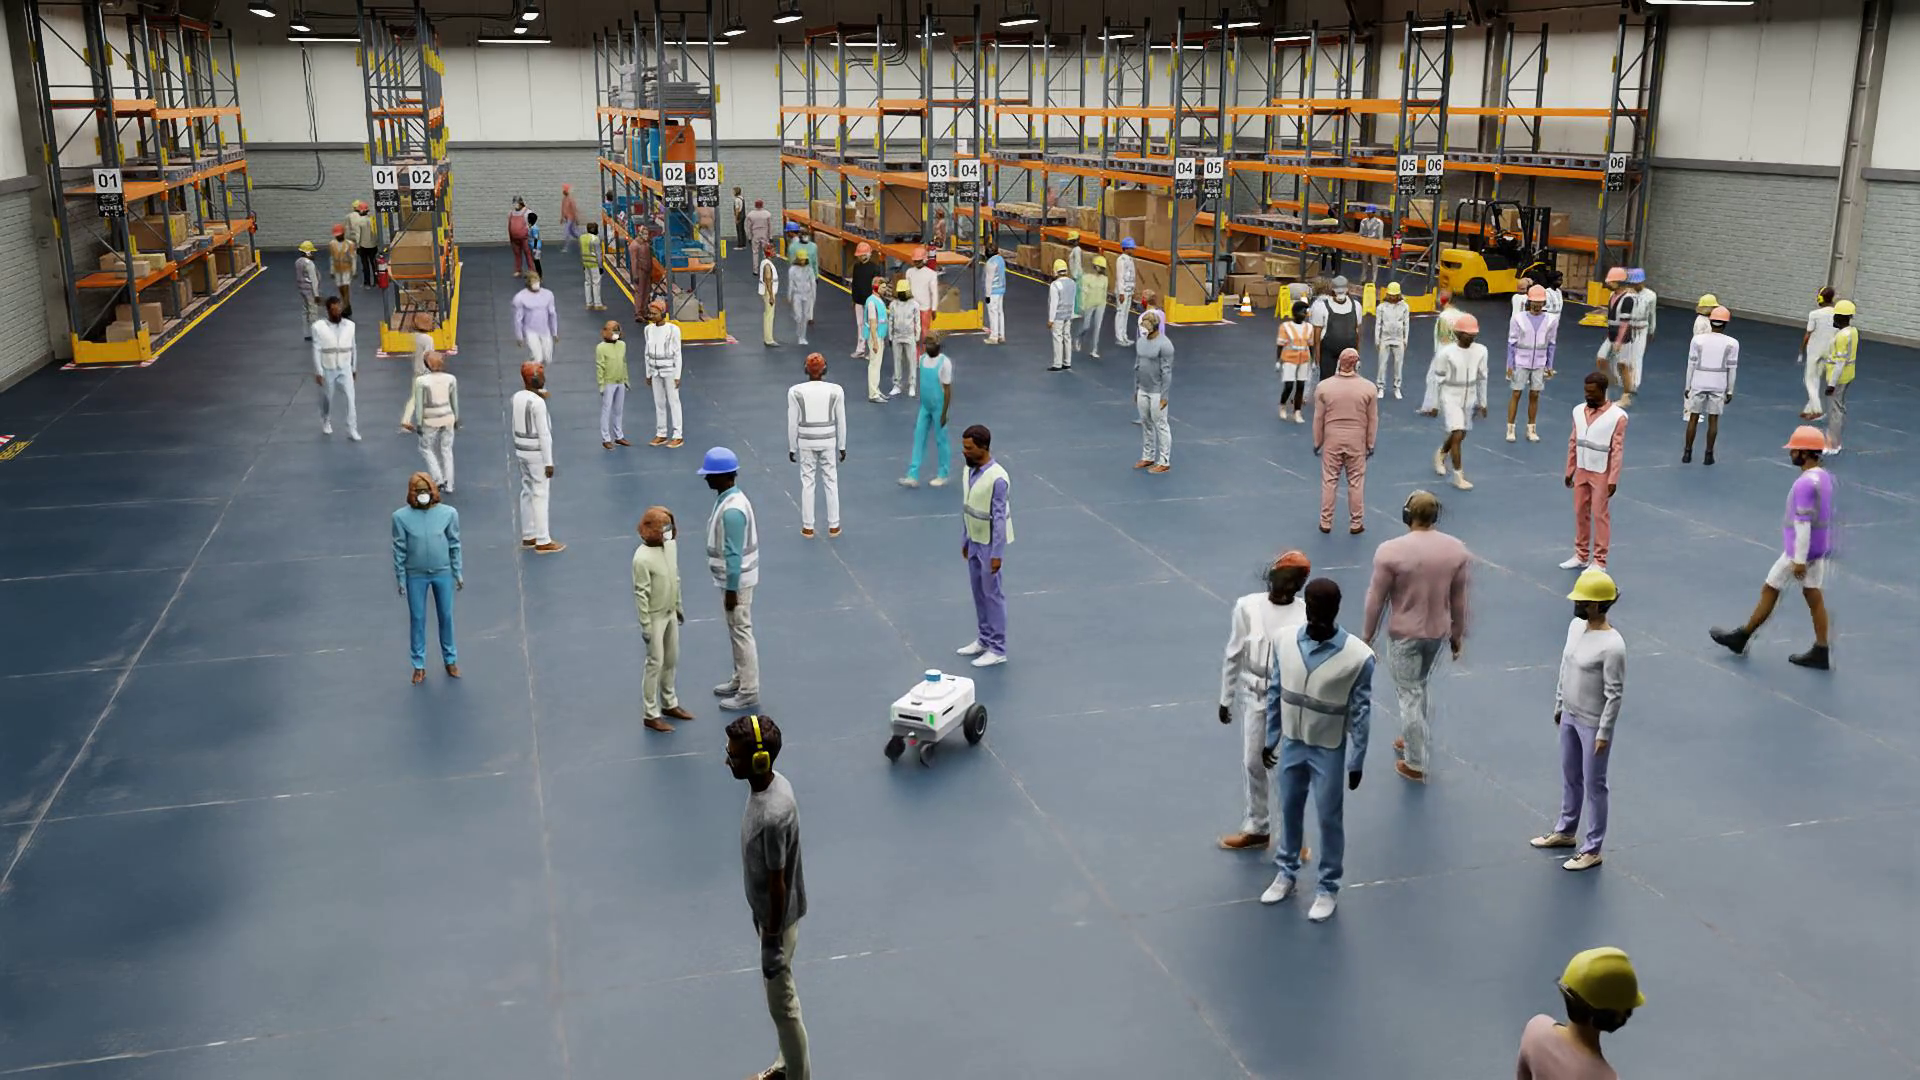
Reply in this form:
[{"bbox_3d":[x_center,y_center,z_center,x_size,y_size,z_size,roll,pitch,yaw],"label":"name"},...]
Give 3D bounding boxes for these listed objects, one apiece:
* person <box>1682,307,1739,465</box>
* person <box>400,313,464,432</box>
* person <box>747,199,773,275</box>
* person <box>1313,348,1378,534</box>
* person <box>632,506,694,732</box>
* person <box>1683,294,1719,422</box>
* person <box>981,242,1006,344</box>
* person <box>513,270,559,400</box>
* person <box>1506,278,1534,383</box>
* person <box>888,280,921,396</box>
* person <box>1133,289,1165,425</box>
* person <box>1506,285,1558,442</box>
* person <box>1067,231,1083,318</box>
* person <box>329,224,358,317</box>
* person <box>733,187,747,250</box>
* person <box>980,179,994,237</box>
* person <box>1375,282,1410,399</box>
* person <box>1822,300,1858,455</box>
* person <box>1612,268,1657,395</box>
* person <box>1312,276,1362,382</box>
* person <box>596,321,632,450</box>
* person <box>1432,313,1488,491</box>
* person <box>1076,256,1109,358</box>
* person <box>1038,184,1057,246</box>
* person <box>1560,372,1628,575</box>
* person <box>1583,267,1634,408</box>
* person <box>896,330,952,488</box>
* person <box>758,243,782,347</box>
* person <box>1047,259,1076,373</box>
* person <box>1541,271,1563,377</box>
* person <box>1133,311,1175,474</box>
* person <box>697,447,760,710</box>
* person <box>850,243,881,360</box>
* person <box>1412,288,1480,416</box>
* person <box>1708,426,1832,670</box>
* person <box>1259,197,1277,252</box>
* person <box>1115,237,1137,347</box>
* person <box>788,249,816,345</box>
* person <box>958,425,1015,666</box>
[{"bbox_3d":[9.115,-1.869,20.208,0.546,1.923,0.388,7,16,25],"label":"person"},{"bbox_3d":[-7.141,-2.235,22.208,0.501,1.592,0.834,14,20,43],"label":"person"},{"bbox_3d":[-5.027,-7.617,41.859,0.641,1.908,0.407,-1,15,-6],"label":"person"},{"bbox_3d":[3.924,-1.004,16.971,0.638,1.910,0.407,4,15,14],"label":"person"},{"bbox_3d":[-2.107,0.546,11.687,0.283,1.624,0.509,5,16,20],"label":"person"},{"bbox_3d":[10.238,-2.518,22.979,0.301,1.745,0.483,8,17,27],"label":"person"},{"bbox_3d":[0.599,-4.494,30.261,0.431,1.836,0.626,6,16,22],"label":"person"},{"bbox_3d":[-6.333,-3.070,24.724,0.644,1.919,0.722,-13,19,-39],"label":"person"},{"bbox_3d":[8.786,-3.282,26.075,0.313,1.633,0.554,-5,16,-17],"label":"person"},{"bbox_3d":[-0.839,-3.026,24.898,0.492,1.740,0.325,4,15,13],"label":"person"},{"bbox_3d":[2.598,-2.482,22.657,0.389,1.841,0.564,11,19,37],"label":"person"},{"bbox_3d":[7.375,-2.272,21.480,0.605,2.045,0.388,1,15,4],"label":"person"},{"bbox_3d":[2.321,-5.375,33.706,0.327,1.760,0.524,0,15,1],"label":"person"},{"bbox_3d":[-12.618,-5.486,33.865,0.560,1.896,0.600,2,15,9],"label":"person"},{"bbox_3d":[-6.476,-9.441,48.859,0.343,1.839,0.506,4,16,16],"label":"person"},{"bbox_3d":[0.891,-10.672,53.292,0.548,1.936,0.378,-1,15,-2],"label":"person"},{"bbox_3d":[6.399,-2.957,24.661,0.494,1.729,0.324,2,15,6],"label":"person"},{"bbox_3d":[10.957,-2.027,20.778,0.371,1.929,0.585,11,19,36],"label":"person"},{"bbox_3d":[10.207,-3.188,25.239,0.659,1.895,0.997,4,15,14],"label":"person"},{"bbox_3d":[5.193,-2.632,22.841,0.685,2.000,0.535,-2,15,-7],"label":"person"},{"bbox_3d":[-4.403,-1.977,21.156,0.272,1.631,0.507,10,18,33],"label":"person"},{"bbox_3d":[5.710,-1.634,19.163,0.617,2.011,0.963,-4,15,-14],"label":"person"},{"bbox_3d":[2.281,-4.039,28.699,0.551,1.737,0.579,-5,16,-19],"label":"person"},{"bbox_3d":[2.617,-9.701,49.744,0.650,1.884,0.795,-6,16,-22],"label":"person"},{"bbox_3d":[5.933,-0.629,15.566,0.405,1.906,0.604,-8,17,-26],"label":"person"},{"bbox_3d":[9.358,-2.889,23.850,0.811,2.009,0.617,-2,15,-6],"label":"person"},{"bbox_3d":[-0.376,-1.462,18.852,0.542,1.821,0.763,13,19,39],"label":"person"},{"bbox_3d":[-3.425,-4.393,29.839,0.389,1.846,0.567,-3,15,-9],"label":"person"},{"bbox_3d":[1.623,-3.635,27.018,0.404,1.828,0.602,13,19,40],"label":"person"},{"bbox_3d":[9.461,-3.476,26.691,0.536,1.692,0.319,-14,21,-43],"label":"person"},{"bbox_3d":[2.288,-1.754,19.766,0.374,1.932,0.628,-9,17,-31],"label":"person"},{"bbox_3d":[-1.675,0.271,12.123,0.421,1.937,0.609,-4,15,-13],"label":"person"},{"bbox_3d":[-1.620,-4.076,28.379,0.609,1.986,0.390,11,19,37],"label":"person"},{"bbox_3d":[6.812,-2.593,23.131,0.854,1.811,0.566,11,19,37],"label":"person"},{"bbox_3d":[6.487,0.037,13.067,0.576,1.890,0.953,-14,21,-43],"label":"person"},{"bbox_3d":[8.399,-8.527,45.608,0.532,1.746,0.740,-2,15,-6],"label":"person"},{"bbox_3d":[2.971,-4.456,29.879,0.390,1.949,0.602,6,16,21],"label":"person"},{"bbox_3d":[-2.820,-4.359,29.948,0.500,1.717,0.594,-8,17,-26],"label":"person"},{"bbox_3d":[0.204,0.028,13.098,0.393,1.908,0.595,-7,16,-25],"label":"person"}]
